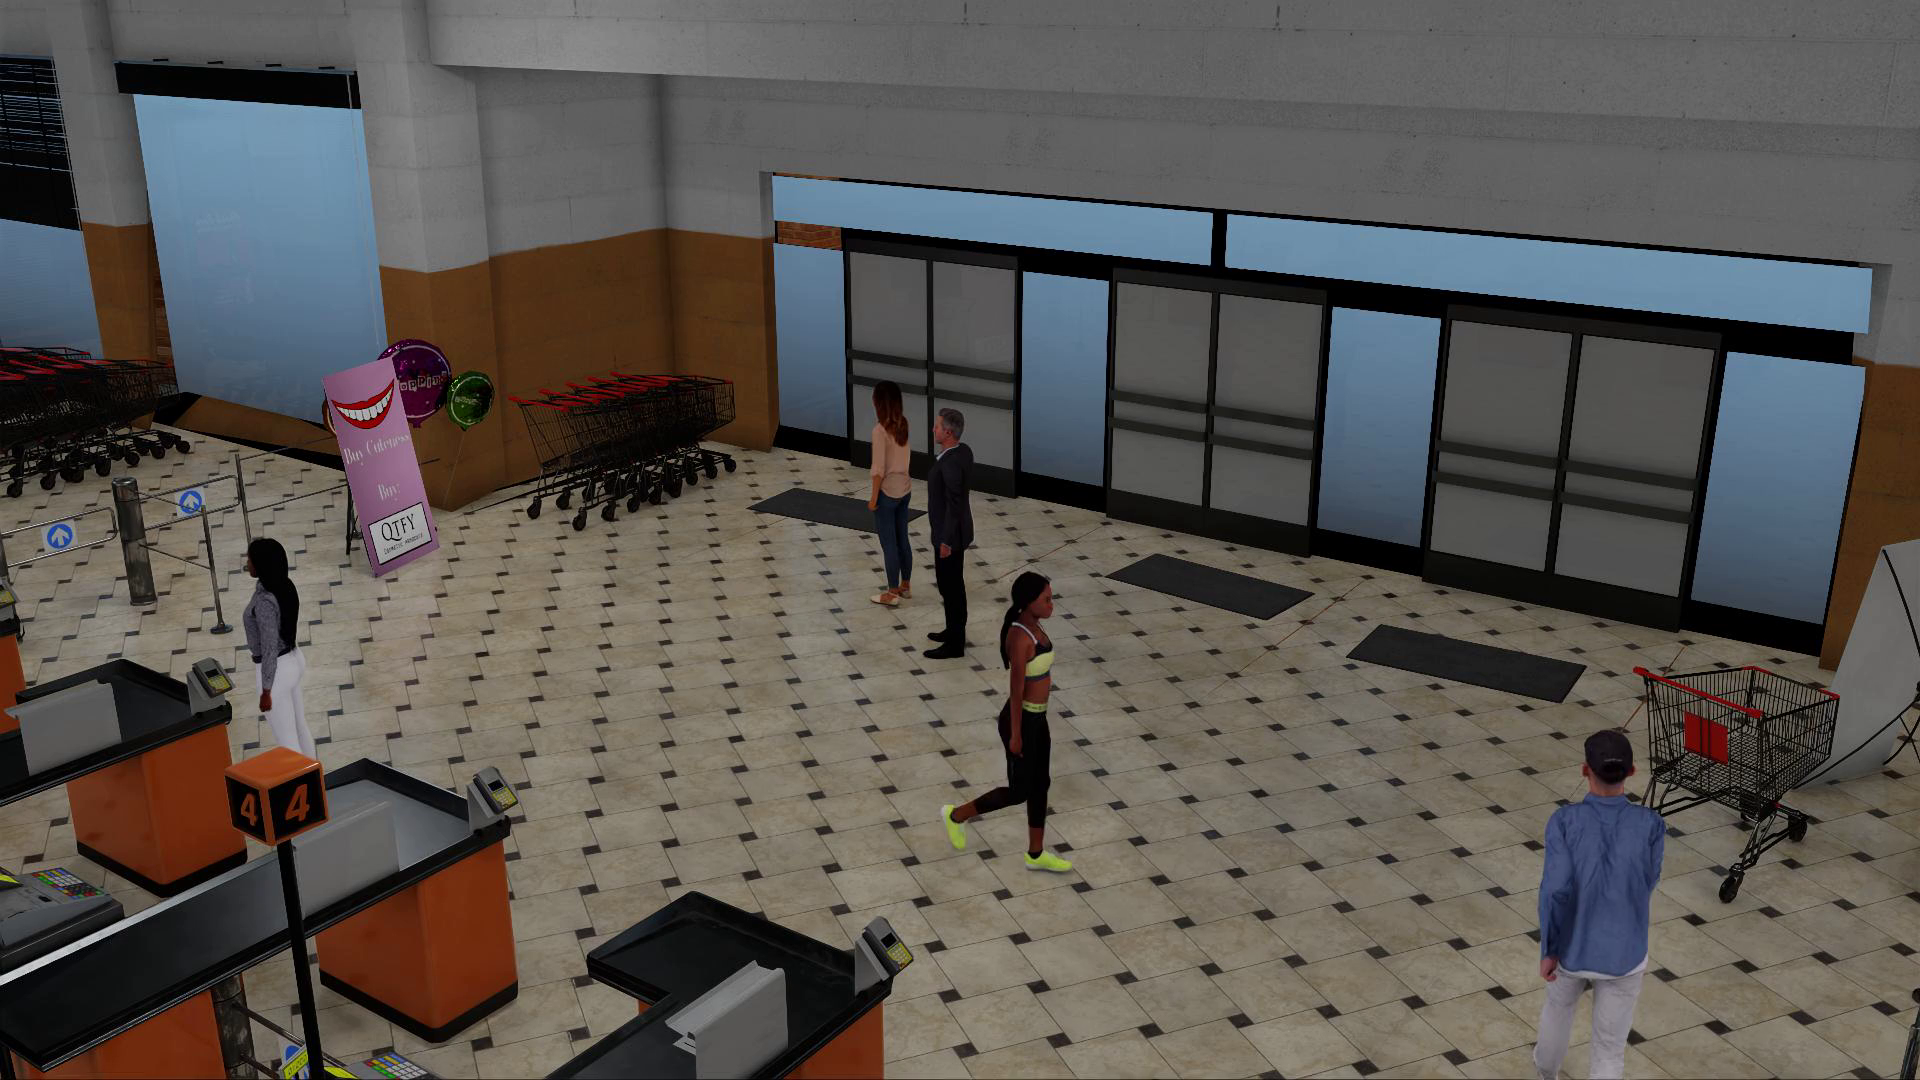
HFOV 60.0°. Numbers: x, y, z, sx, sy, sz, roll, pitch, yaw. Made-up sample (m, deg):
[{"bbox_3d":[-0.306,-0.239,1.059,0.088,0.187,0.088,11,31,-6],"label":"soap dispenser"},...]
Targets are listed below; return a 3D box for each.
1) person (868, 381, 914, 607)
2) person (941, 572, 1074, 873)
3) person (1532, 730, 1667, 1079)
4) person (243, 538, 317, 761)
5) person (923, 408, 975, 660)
[{"bbox_3d":[-0.527,-0.366,12.978,0.641,1.792,0.451,13,22,33],"label":"person"},{"bbox_3d":[0.261,0.998,9.022,0.819,1.735,0.972,6,19,16],"label":"person"},{"bbox_3d":[2.602,1.707,6.750,0.919,1.842,1.280,4,19,13],"label":"person"},{"bbox_3d":[-3.928,0.800,9.625,0.733,1.725,0.655,-2,19,-4],"label":"person"},{"bbox_3d":[-0.077,-0.066,12.010,0.875,1.841,0.741,1,19,4],"label":"person"}]
